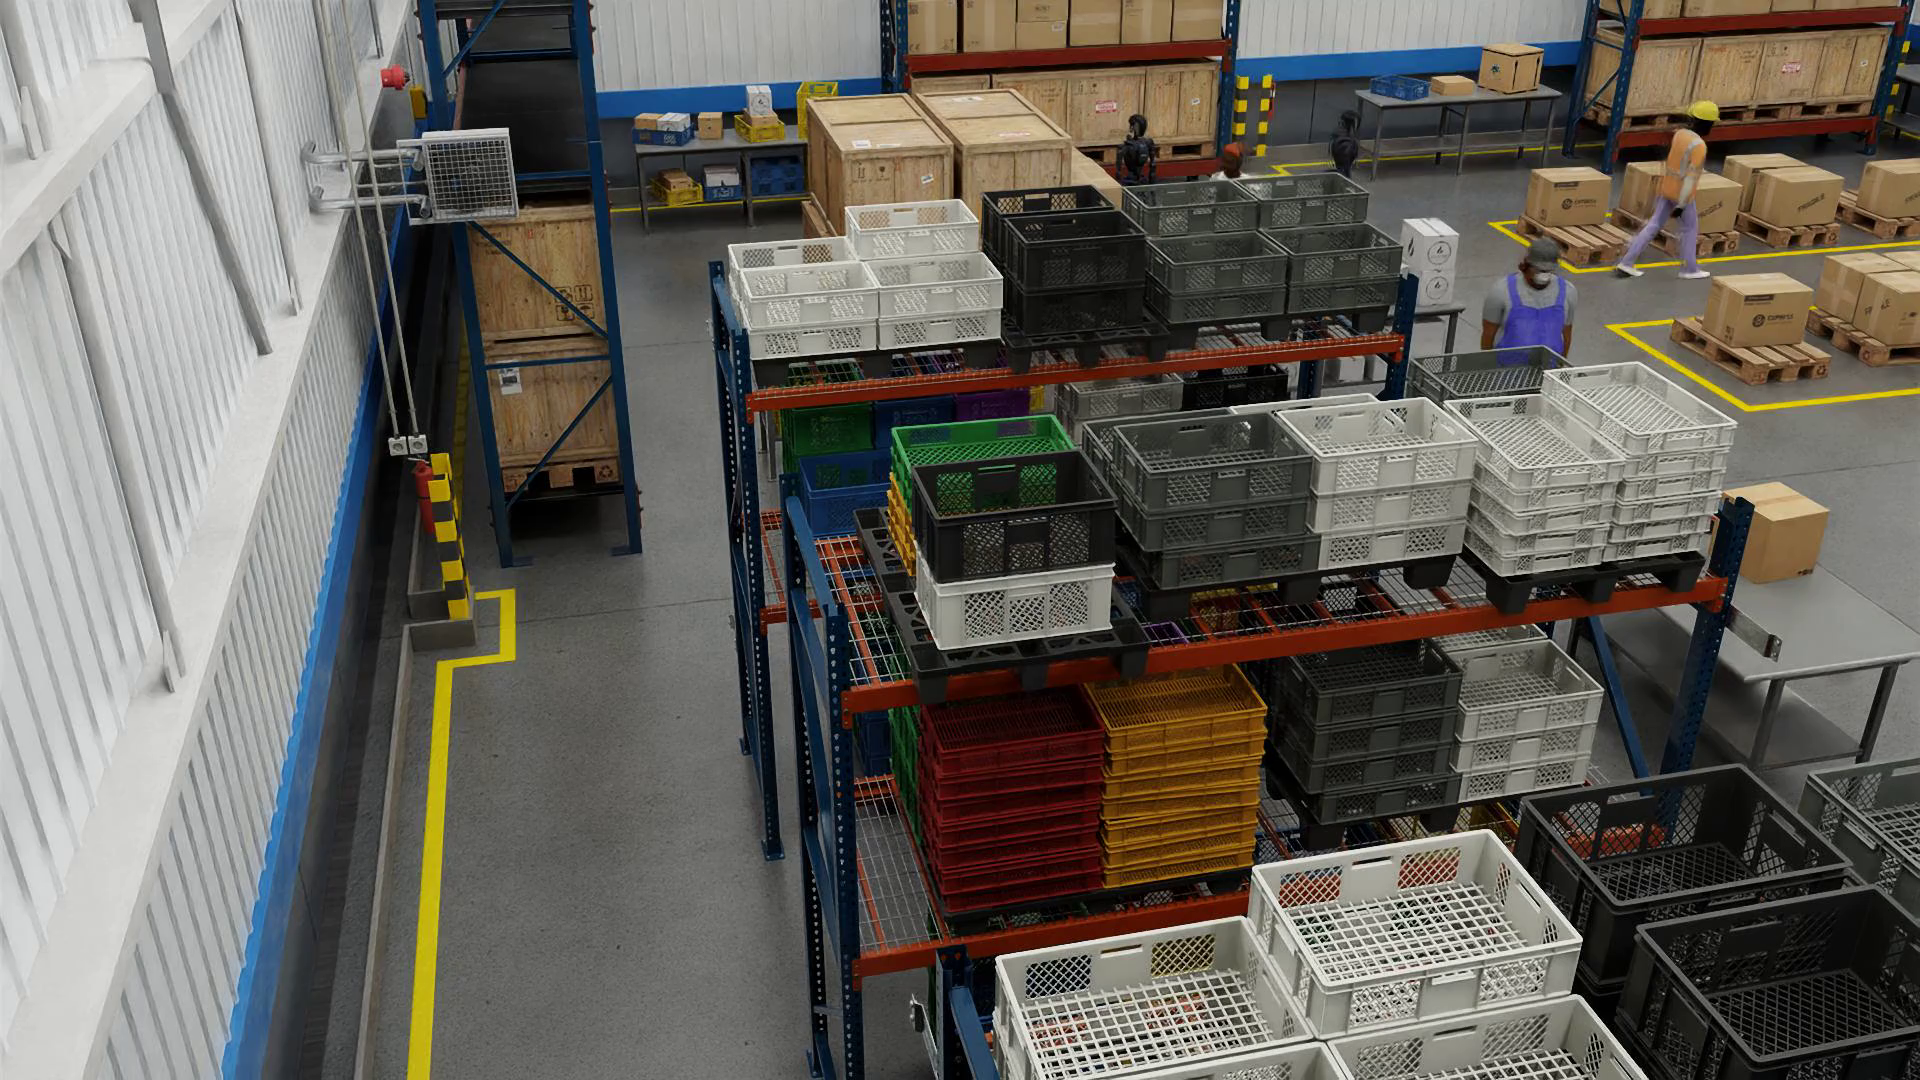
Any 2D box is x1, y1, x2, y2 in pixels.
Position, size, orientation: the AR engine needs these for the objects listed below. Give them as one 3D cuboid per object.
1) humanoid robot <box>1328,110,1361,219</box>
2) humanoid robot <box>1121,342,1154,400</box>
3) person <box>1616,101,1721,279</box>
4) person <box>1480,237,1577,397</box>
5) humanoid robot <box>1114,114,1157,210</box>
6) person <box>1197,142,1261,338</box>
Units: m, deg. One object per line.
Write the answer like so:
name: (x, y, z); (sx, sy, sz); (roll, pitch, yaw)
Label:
humanoid robot: (4.071, -3.698, 17.548); (0.416, 1.645, 0.600); (8, 29, 15)
humanoid robot: (1.334, -1.109, 12.628); (0.341, 1.658, 0.601); (6, 28, 12)
person: (7.389, -3.591, 17.139); (0.972, 1.877, 0.591); (-4, 28, -8)
person: (4.306, -1.345, 12.699); (0.683, 2.000, 0.537); (1, 28, 2)
humanoid robot: (1.821, -3.637, 17.434); (0.574, 1.653, 0.318); (-19, 33, -32)
person: (2.578, -2.870, 15.801); (0.582, 1.840, 0.918); (22, 35, 36)
